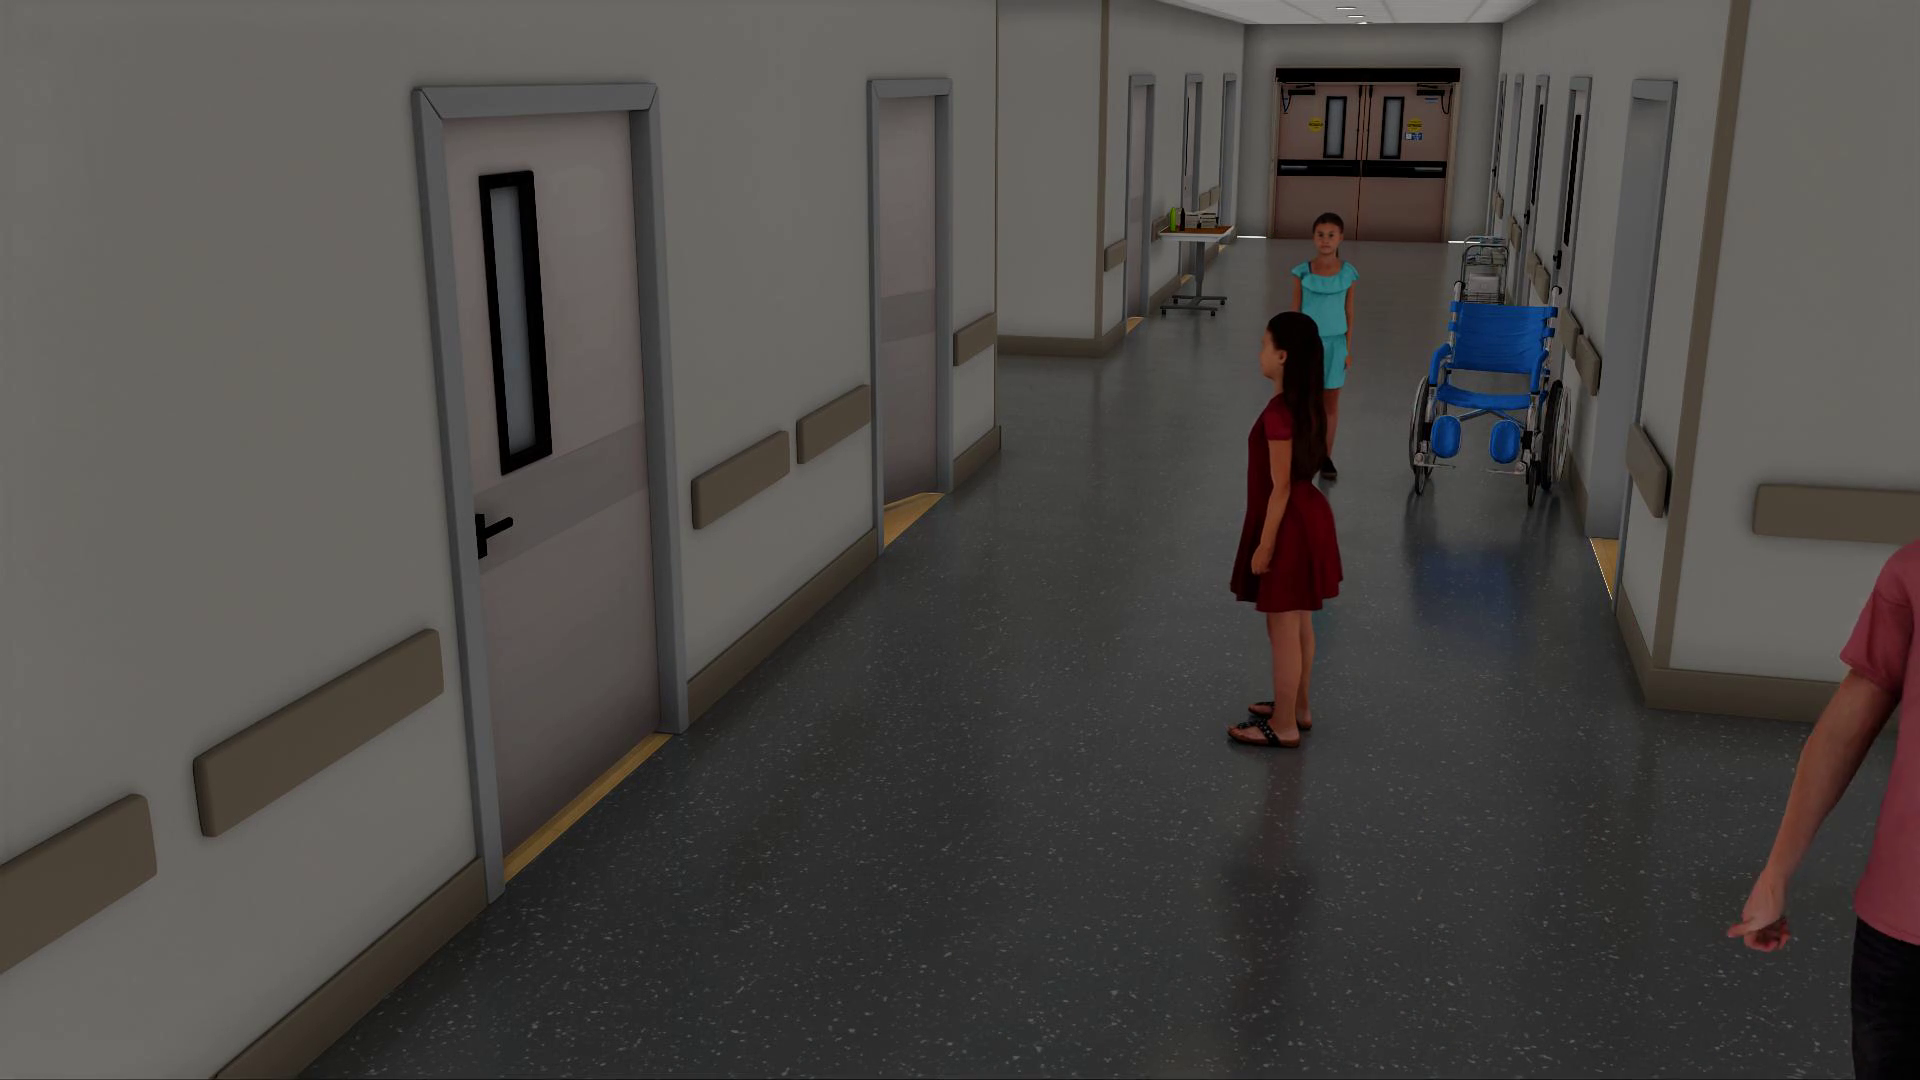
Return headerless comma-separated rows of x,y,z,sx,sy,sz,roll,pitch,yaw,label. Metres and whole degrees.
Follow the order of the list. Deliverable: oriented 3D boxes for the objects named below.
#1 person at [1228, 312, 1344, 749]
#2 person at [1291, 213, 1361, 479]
1.165,-0.038,5.904,0.660,1.552,0.600,8,18,27,person
2.133,-1.149,9.835,0.550,1.558,0.533,3,16,12,person
